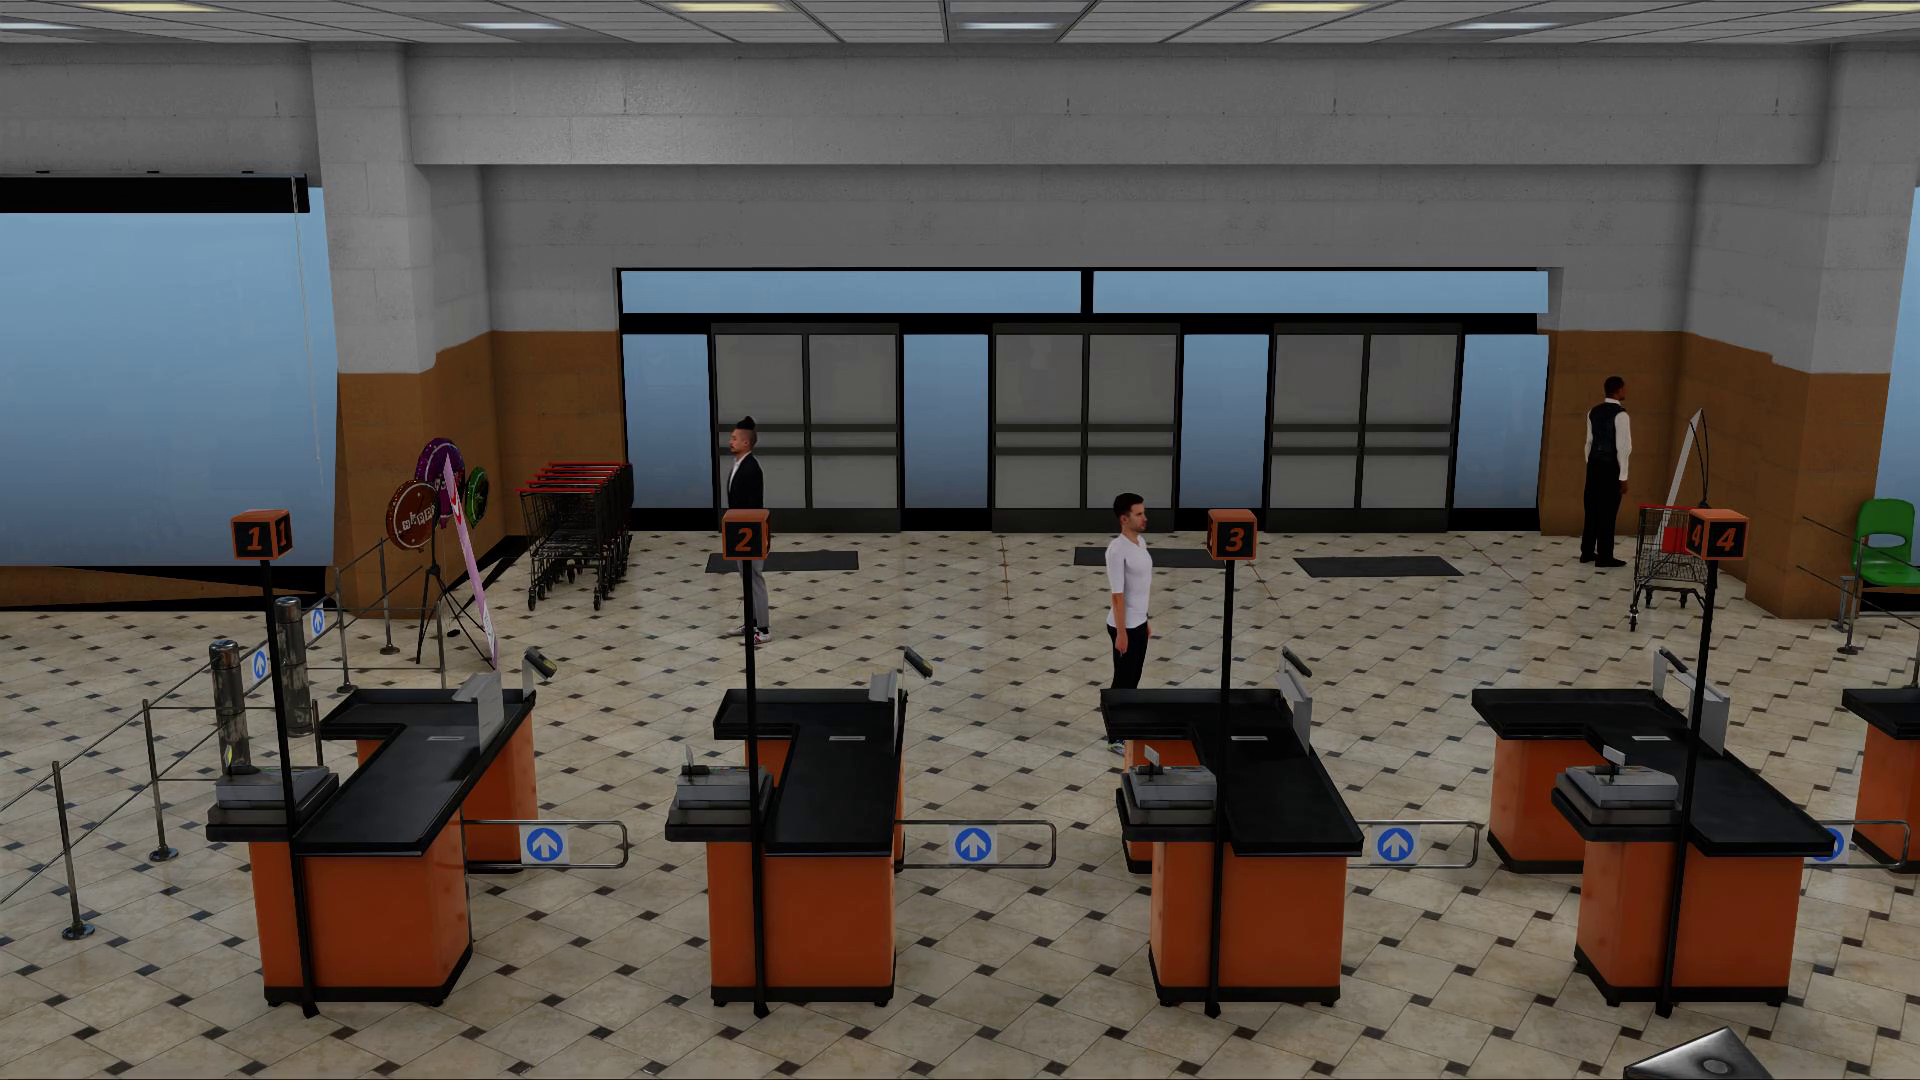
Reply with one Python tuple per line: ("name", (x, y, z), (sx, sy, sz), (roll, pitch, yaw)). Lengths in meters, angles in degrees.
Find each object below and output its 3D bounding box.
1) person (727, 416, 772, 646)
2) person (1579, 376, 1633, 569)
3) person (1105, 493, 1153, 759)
("person", (-1.797, -0.088, 14.167), (0.851, 1.950, 0.684), (-6, 15, -23))
("person", (6.496, -0.695, 16.736), (0.833, 1.919, 0.681), (-6, 15, -24))
("person", (1.176, 0.575, 11.644), (0.808, 1.852, 0.673), (7, 15, 26))
